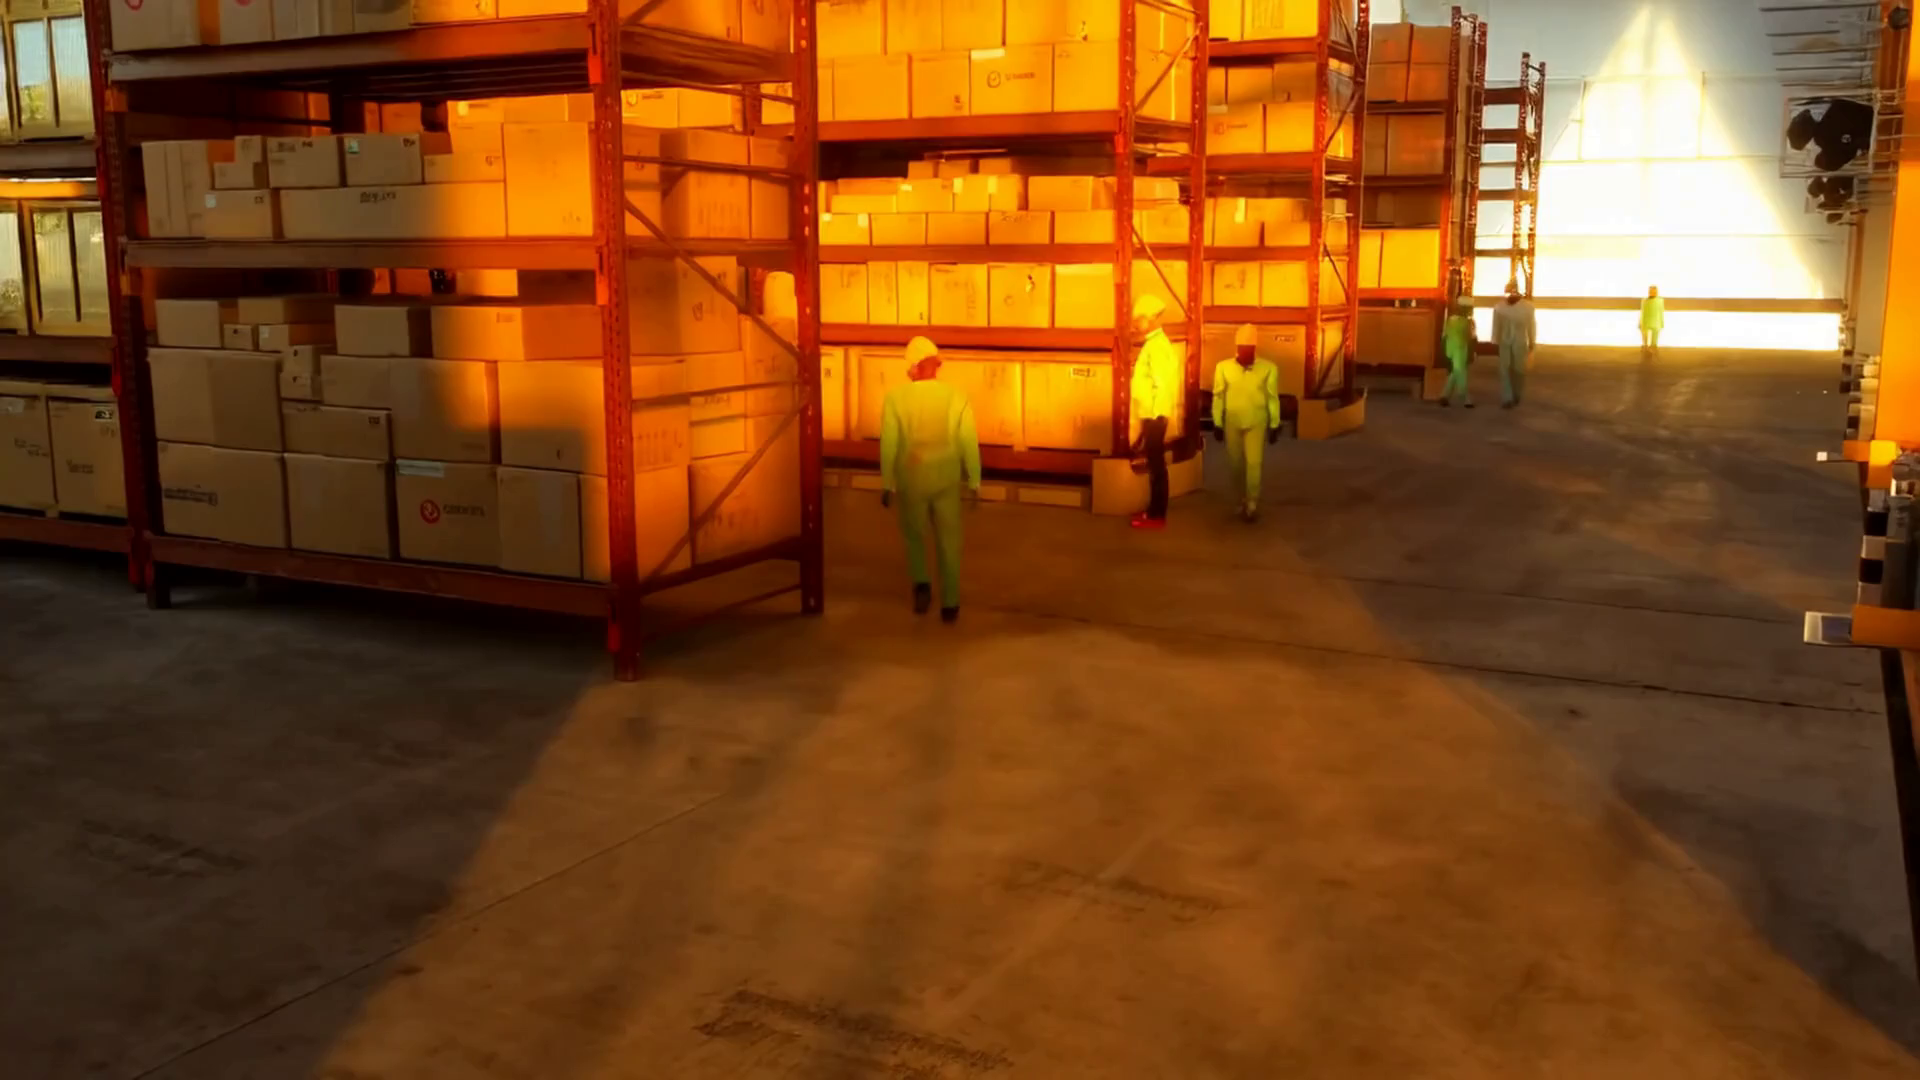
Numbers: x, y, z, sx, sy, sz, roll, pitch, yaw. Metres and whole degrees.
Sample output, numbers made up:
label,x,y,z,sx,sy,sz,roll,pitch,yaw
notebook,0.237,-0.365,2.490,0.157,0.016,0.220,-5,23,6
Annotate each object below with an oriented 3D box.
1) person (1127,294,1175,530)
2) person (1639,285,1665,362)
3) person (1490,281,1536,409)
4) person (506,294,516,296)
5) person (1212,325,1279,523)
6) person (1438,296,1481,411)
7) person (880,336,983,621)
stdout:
label,x,y,z,sx,sy,sz,roll,pitch,yaw
person,1.614,-1.076,14.062,0.388,1.987,0.608,1,10,4
person,14.764,-4.608,35.511,0.513,1.640,0.311,6,11,30
person,8.315,-2.938,25.076,0.645,1.926,0.504,3,10,14
person,-4.456,-1.490,16.649,0.410,1.917,0.564,5,11,25
person,2.463,-1.003,14.436,0.556,1.703,0.852,3,10,17
person,7.469,-2.802,24.884,0.521,1.698,0.885,-5,11,-28
person,-0.178,-0.380,10.534,0.675,1.809,0.442,-1,10,-8
